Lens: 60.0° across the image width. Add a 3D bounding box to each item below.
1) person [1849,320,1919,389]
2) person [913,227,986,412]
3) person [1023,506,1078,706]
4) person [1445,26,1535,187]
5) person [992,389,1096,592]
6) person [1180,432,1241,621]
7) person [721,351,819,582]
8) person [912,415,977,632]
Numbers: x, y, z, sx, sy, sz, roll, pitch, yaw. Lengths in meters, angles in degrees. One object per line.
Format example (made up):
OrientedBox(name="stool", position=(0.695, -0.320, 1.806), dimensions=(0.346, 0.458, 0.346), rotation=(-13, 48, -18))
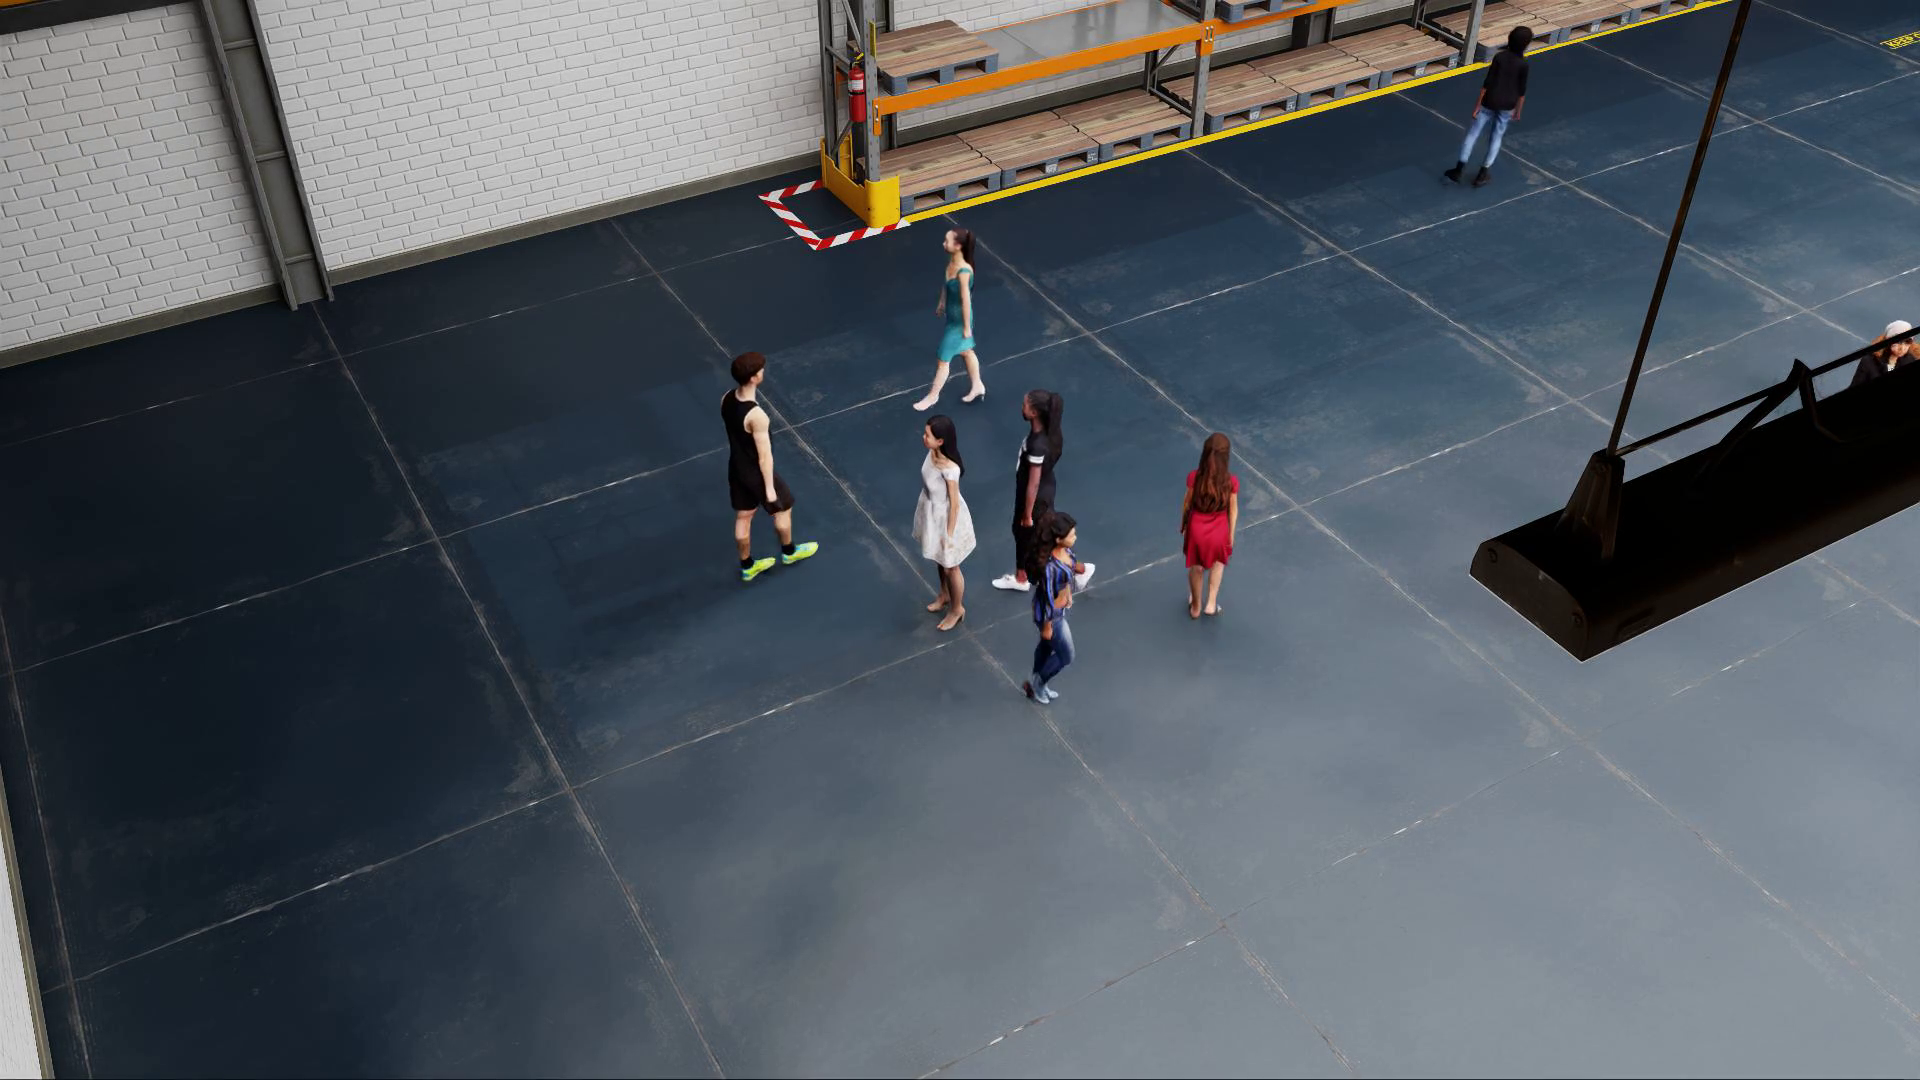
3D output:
OrientedBox(name="person", position=(6.904, -0.974, 12.688), dimensions=(0.903, 1.621, 0.927), rotation=(3, 39, 4))
OrientedBox(name="person", position=(0.067, -1.814, 13.707), dimensions=(0.944, 1.661, 0.740), rotation=(-8, 39, -10))
OrientedBox(name="person", position=(0.522, 0.459, 10.903), dimensions=(0.790, 1.609, 0.743), rotation=(6, 39, 8))
OrientedBox(name="person", position=(5.440, -4.375, 16.906), dimensions=(0.883, 1.672, 0.919), rotation=(4, 39, 5))
OrientedBox(name="person", position=(0.614, -0.294, 11.766), dimensions=(1.078, 1.708, 0.949), rotation=(3, 39, 4))
OrientedBox(name="person", position=(1.713, -0.034, 11.573), dimensions=(0.700, 1.544, 0.754), rotation=(5, 39, 6))
OrientedBox(name="person", position=(-1.535, -0.466, 11.847), dimensions=(0.932, 1.876, 0.823), rotation=(-30, 48, -32))
OrientedBox(name="person", position=(-0.118, -0.117, 11.493), dimensions=(0.706, 1.773, 0.707), rotation=(-11, 40, -13))
